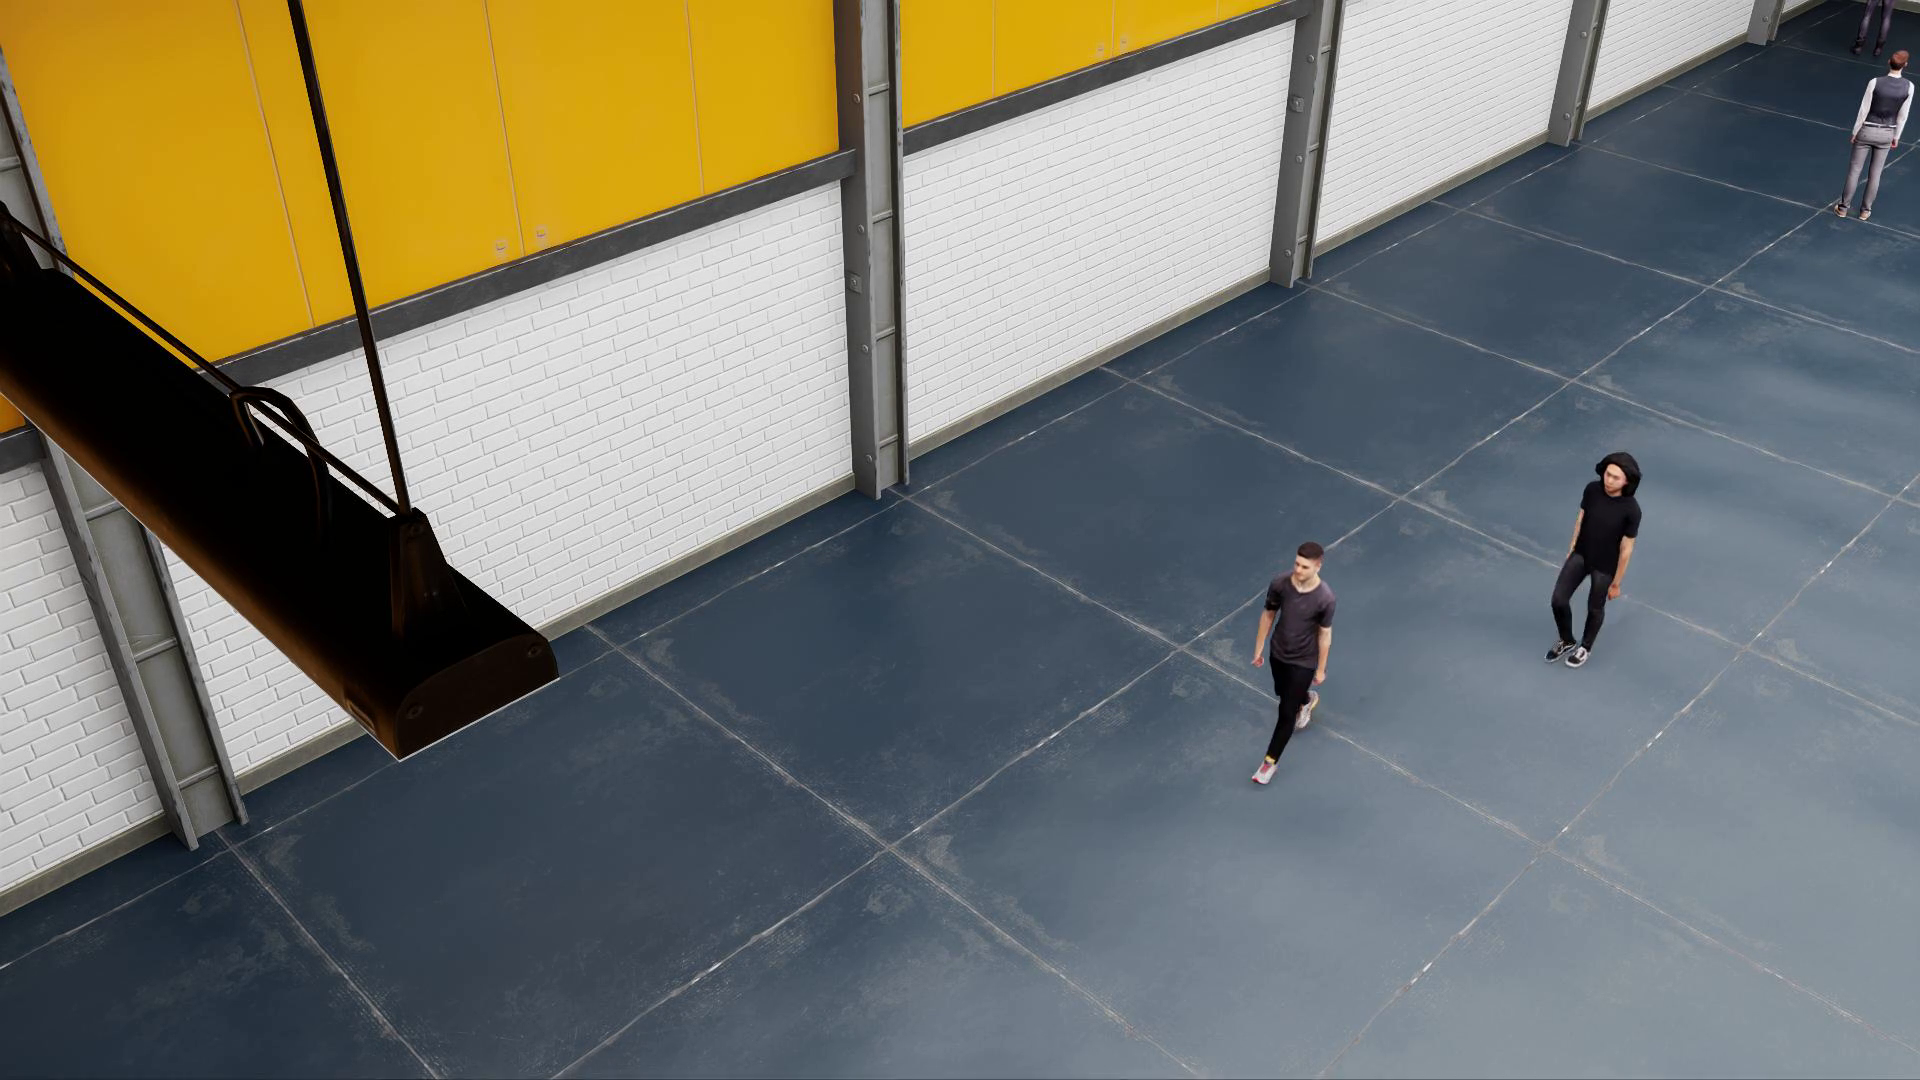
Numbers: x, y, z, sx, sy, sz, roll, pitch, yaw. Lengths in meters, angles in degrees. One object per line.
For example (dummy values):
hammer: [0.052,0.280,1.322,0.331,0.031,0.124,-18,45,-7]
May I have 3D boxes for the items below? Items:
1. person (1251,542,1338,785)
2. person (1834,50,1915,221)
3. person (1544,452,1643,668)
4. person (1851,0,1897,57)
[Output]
person: [2.261,0.738,11.043,0.719,1.733,1.148,24,41,32]
person: [10.418,-4.614,18.910,0.740,1.938,0.710,13,36,18]
person: [4.612,0.110,11.906,0.713,1.824,0.710,-22,40,-30]
person: [13.358,-7.962,24.045,0.753,1.830,0.740,10,35,15]
